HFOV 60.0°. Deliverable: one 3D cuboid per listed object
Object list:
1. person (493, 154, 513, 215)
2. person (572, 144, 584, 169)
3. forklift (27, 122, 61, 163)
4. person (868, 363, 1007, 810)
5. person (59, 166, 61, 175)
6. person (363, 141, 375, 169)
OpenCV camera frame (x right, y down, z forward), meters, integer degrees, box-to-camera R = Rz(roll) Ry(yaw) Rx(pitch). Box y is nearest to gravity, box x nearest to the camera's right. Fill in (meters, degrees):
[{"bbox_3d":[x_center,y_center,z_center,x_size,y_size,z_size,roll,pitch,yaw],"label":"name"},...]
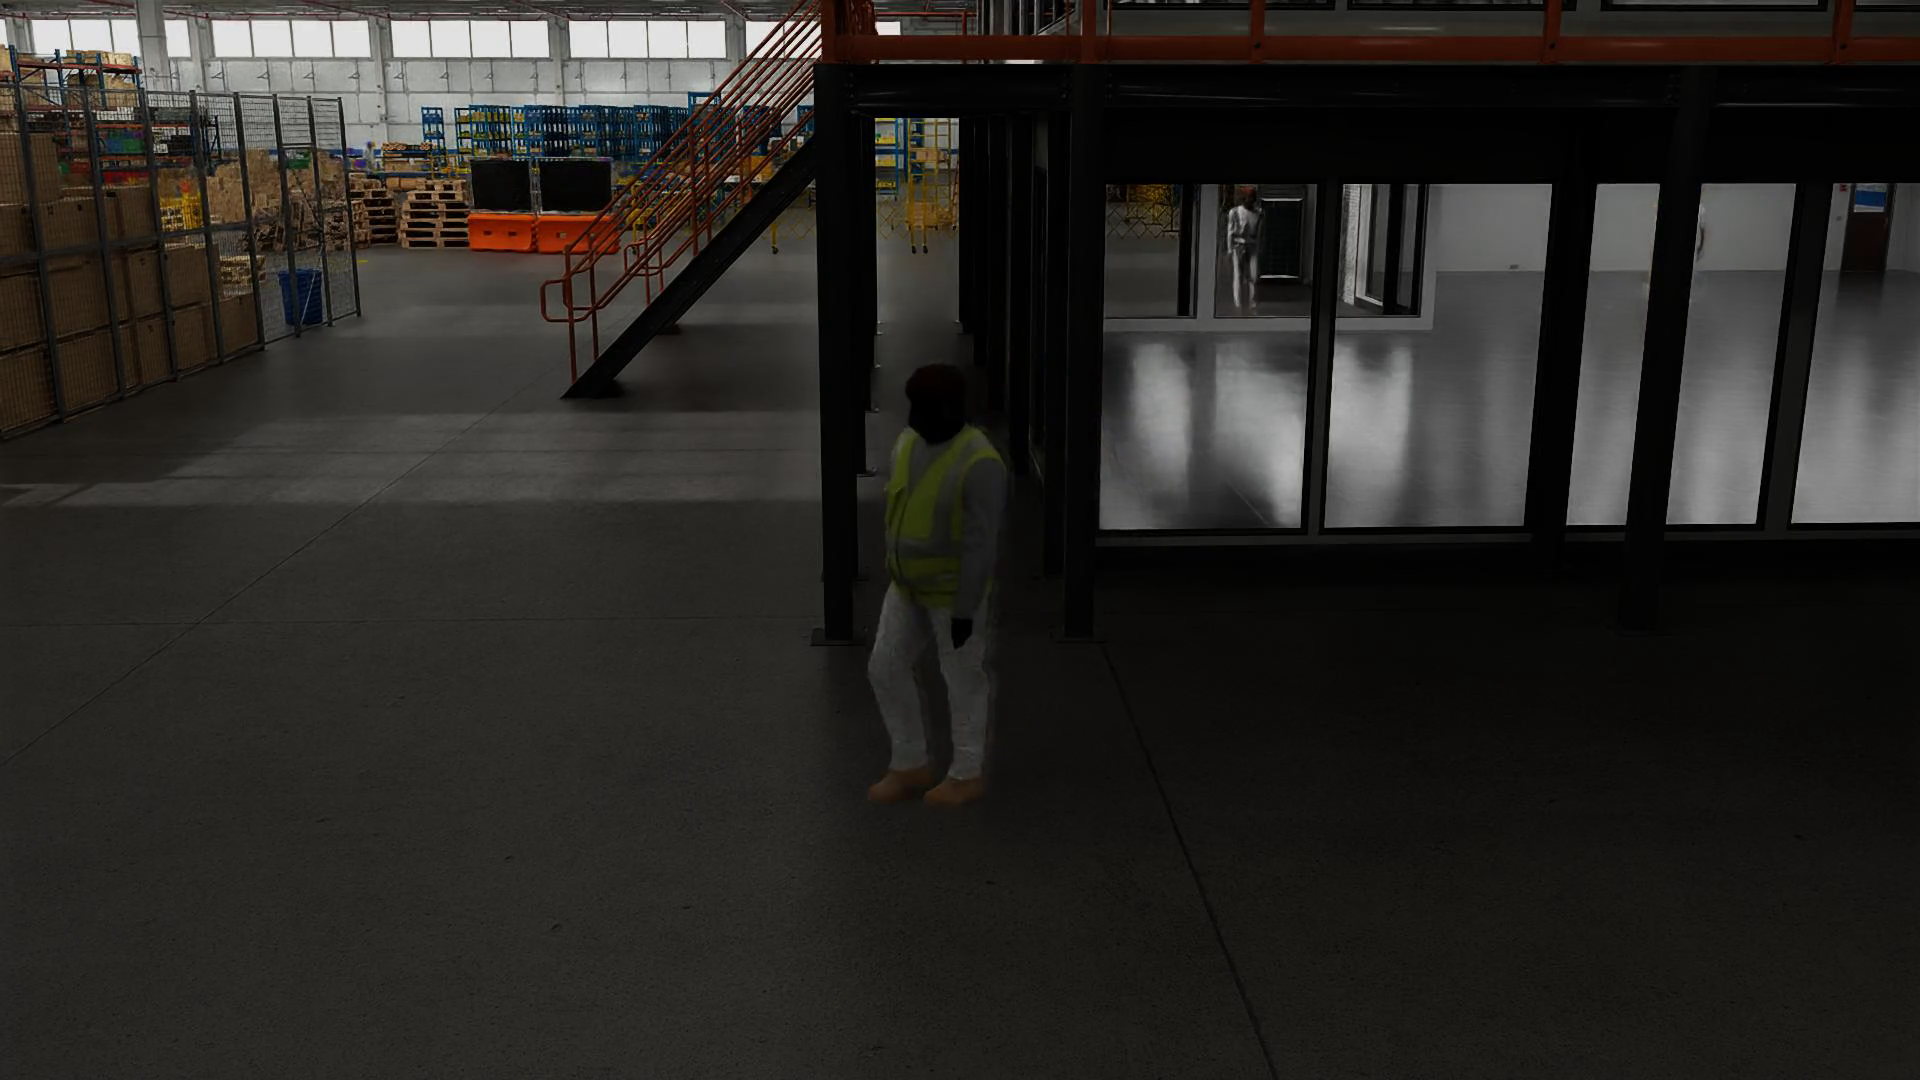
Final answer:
[{"bbox_3d":[-11.558,-8.824,42.420,0.896,1.984,0.674,2,14,9],"label":"person"},{"bbox_3d":[-18.849,-18.679,82.211,0.612,1.774,0.943,0,14,-1],"label":"person"},{"bbox_3d":[-35.376,-14.773,64.377,1.129,2.768,1.873,-1,14,-2],"label":"forklift"},{"bbox_3d":[-0.138,0.214,6.596,0.617,1.826,0.640,-11,18,-37],"label":"person"},{"bbox_3d":[-31.240,-12.390,57.403,0.279,1.624,0.494,8,16,28],"label":"person"},{"bbox_3d":[-28.281,-18.098,79.592,0.656,1.930,0.615,13,19,41],"label":"person"}]
